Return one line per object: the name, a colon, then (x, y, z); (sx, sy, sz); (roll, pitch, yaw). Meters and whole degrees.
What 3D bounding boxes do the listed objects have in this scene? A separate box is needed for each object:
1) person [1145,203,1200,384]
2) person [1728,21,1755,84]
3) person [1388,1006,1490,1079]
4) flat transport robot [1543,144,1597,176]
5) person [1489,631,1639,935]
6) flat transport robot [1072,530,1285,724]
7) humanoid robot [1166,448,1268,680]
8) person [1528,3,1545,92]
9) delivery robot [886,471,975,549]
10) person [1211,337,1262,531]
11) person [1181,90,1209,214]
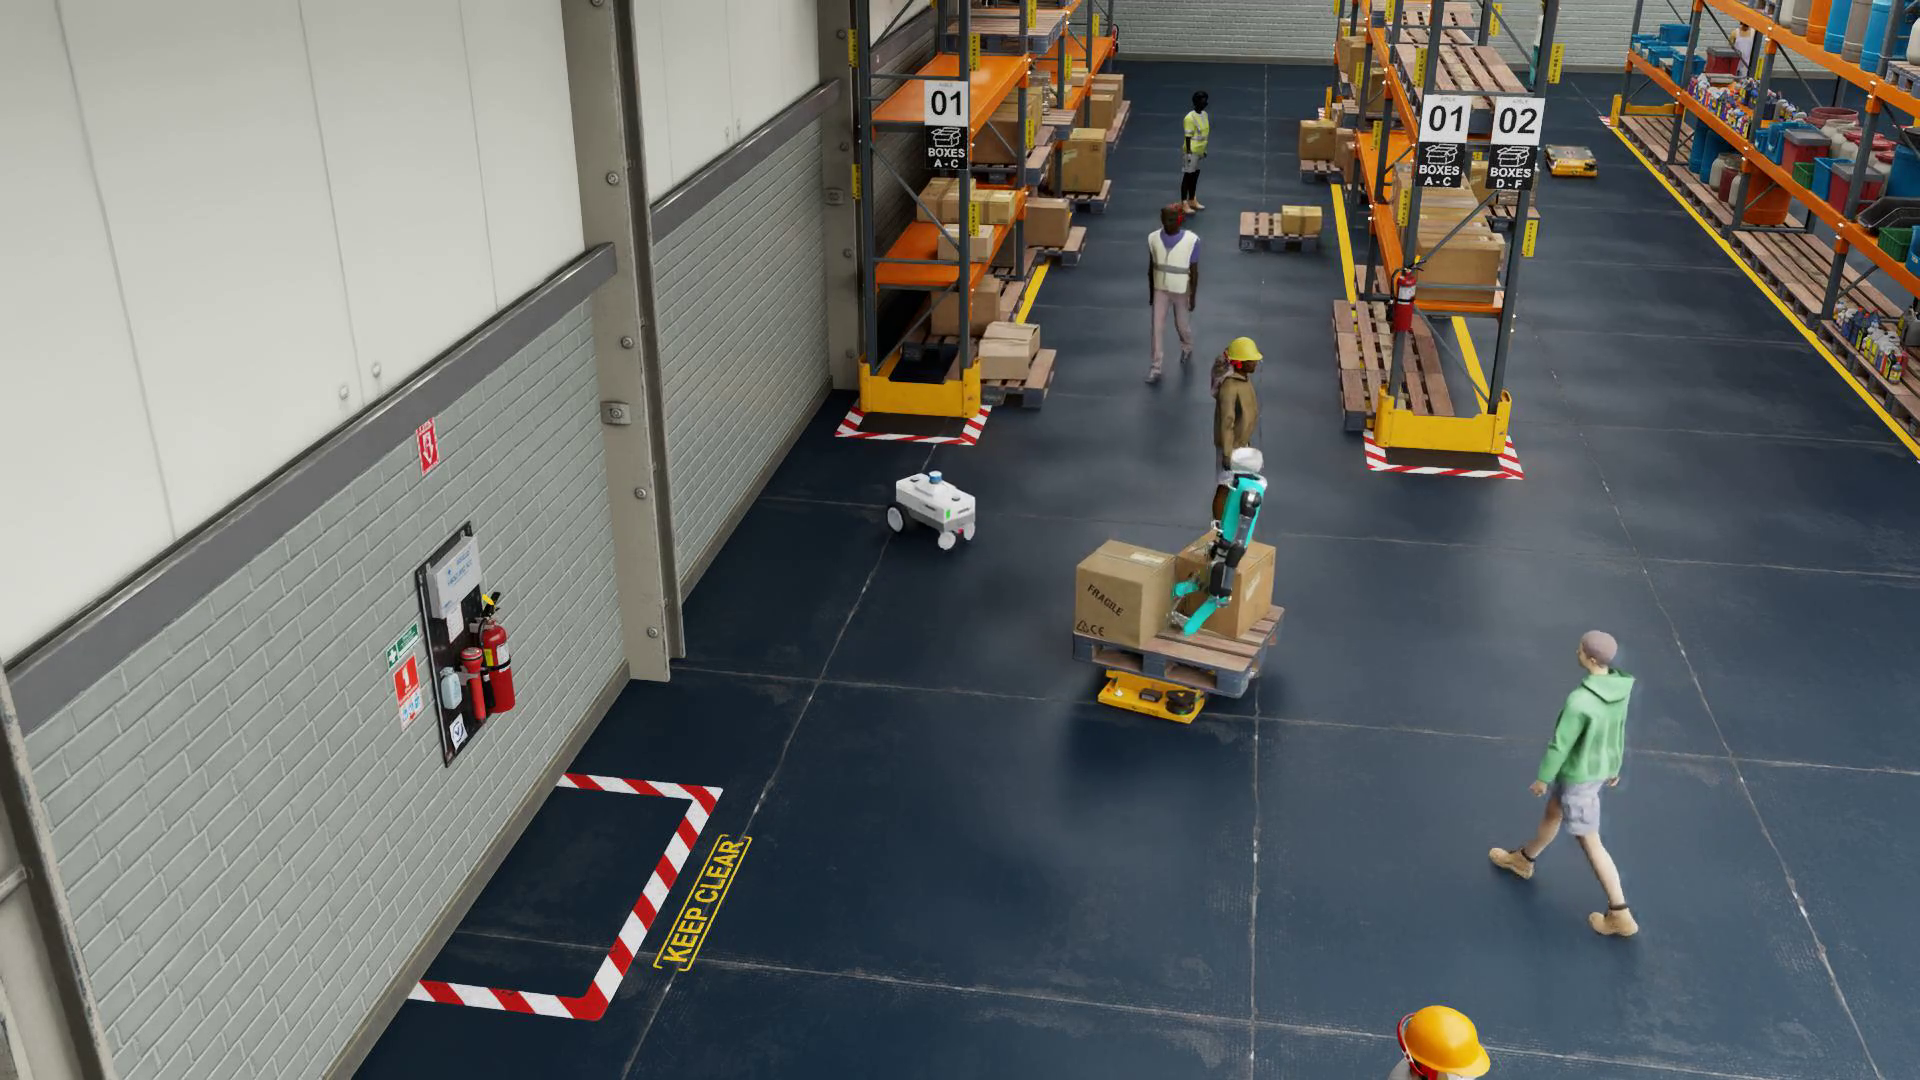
person: (2.179, -2.558, 17.007); (0.579, 1.816, 0.810); (12, 28, 24)
person: (13.859, -8.456, 29.592); (0.499, 1.854, 0.419); (4, 25, 9)
person: (1.663, 2.477, 6.149); (0.386, 1.890, 0.560); (14, 28, 27)
flat transport robot: (9.575, -5.961, 26.117); (0.659, 0.231, 1.431); (5, 26, 11)
person: (3.367, 1.277, 8.942); (0.484, 1.691, 0.956); (-18, 30, -33)
flat transport robot: (1.532, 0.819, 11.605); (0.659, 0.231, 1.431); (12, 28, 24)
humanoid robot: (1.614, 0.217, 11.154); (0.939, 1.739, 0.534); (1, 25, 3)
person: (11.179, -9.477, 31.879); (0.403, 1.749, 0.540); (-2, 25, -4)
delivery robot: (-0.204, -0.284, 13.596); (0.506, 0.568, 0.732); (-20, 32, -36)
person: (2.156, -0.770, 13.240); (0.404, 1.763, 0.532); (11, 27, 22)
person: (3.302, -5.445, 23.329); (0.320, 1.692, 0.531); (17, 30, 32)
